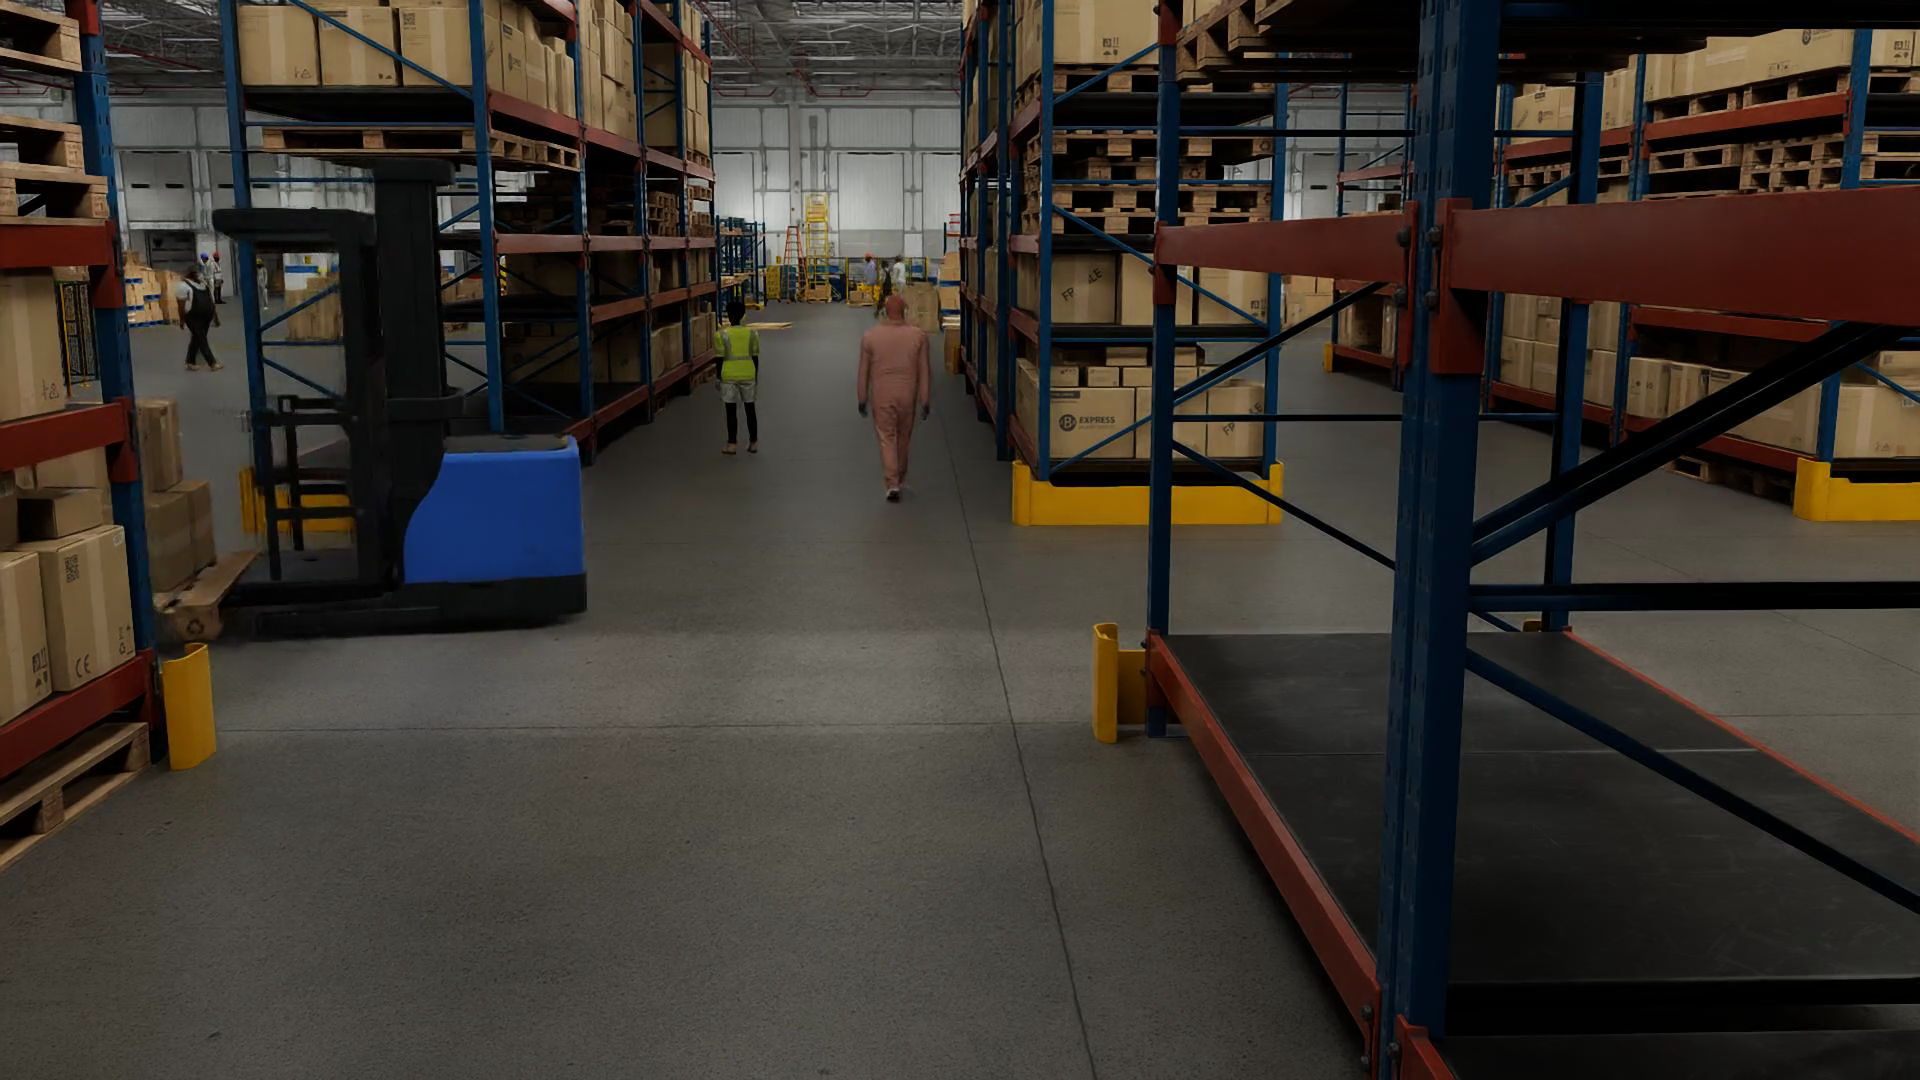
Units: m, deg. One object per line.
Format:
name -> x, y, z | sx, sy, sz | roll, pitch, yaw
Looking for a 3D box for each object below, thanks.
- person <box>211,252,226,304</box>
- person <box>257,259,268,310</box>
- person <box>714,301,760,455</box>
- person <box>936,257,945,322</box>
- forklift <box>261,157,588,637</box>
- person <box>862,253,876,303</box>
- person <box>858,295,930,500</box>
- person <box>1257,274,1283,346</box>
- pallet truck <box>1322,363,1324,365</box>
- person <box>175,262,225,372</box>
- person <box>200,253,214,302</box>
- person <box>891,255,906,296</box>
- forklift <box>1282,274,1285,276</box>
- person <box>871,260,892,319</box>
person -> -28.029, -9.884, 62.812 | 0.362, 1.938, 0.545 | 1, 10, 8
person -> -24.183, -8.830, 57.497 | 0.484, 1.738, 0.305 | 2, 10, 12
person -> -2.461, -1.790, 18.386 | 0.535, 1.697, 0.322 | -5, 12, -28
person -> -0.376, -7.058, 47.105 | 0.553, 1.922, 0.400 | 9, 13, 40
forklift -> -3.315, -0.921, 10.251 | 1.873, 2.768, 1.129 | -3, 10, -14
person -> -3.580, -10.007, 63.576 | 0.917, 1.901, 0.577 | -7, 12, -35
person -> -0.608, -1.317, 15.310 | 0.654, 1.866, 0.971 | -2, 10, -10
person -> 6.976, -5.271, 37.094 | 0.572, 1.944, 0.780 | 4, 11, 22
pallet truck -> 7.712, -4.157, 30.737 | 1.885, 1.965, 0.823 | 3, 11, 16
person -> -13.766, -4.063, 30.095 | 1.040, 2.000, 0.698 | 3, 11, 18
person -> -26.337, -9.063, 58.238 | 0.414, 1.936, 0.605 | -4, 11, -21
person -> -2.086, -8.828, 57.105 | 1.055, 1.890, 0.647 | 5, 11, 24
forklift -> 11.009, -9.520, 58.157 | 1.873, 2.768, 1.129 | -3, 11, -16
person -> -2.292, -7.526, 50.067 | 0.513, 1.794, 0.961 | -8, 13, -37
